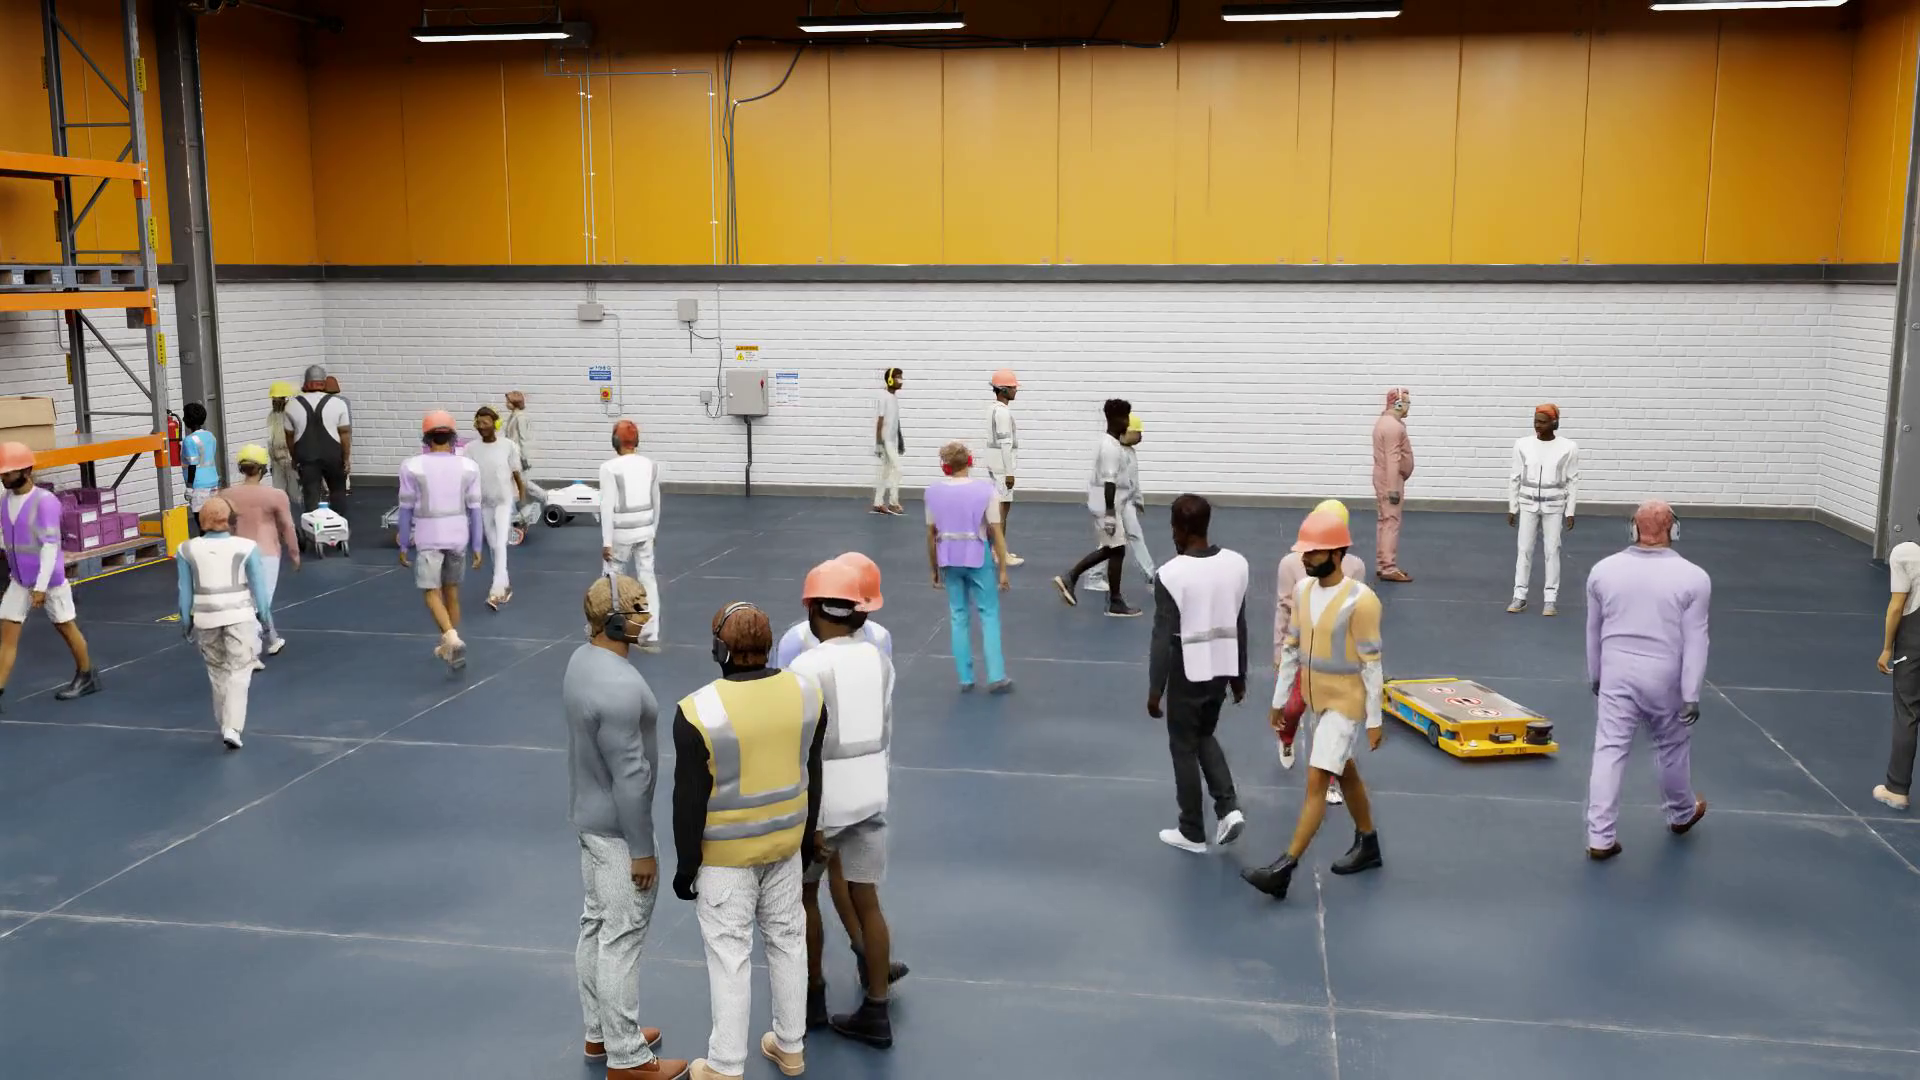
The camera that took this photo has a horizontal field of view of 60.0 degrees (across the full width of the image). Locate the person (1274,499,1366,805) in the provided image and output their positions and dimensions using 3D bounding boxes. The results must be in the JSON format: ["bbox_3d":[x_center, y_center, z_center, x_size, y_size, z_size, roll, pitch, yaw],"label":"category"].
[{"bbox_3d":[2.084,0.605,9.722,0.537,1.740,0.733,0,9,0],"label":"person"}]

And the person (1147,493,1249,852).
[{"bbox_3d":[1.228,0.702,8.624,0.610,1.900,0.443,-6,11,-32],"label":"person"}]

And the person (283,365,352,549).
[{"bbox_3d":[-7.107,-0.955,18.494,0.699,2.000,0.852,-2,9,-13],"label":"person"}]

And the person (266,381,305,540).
[{"bbox_3d":[-7.604,-0.914,18.928,0.610,1.814,0.613,5,10,29],"label":"person"}]

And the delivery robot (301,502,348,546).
[{"bbox_3d":[-6.833,-0.161,17.874,0.477,0.478,0.707,-6,11,-34],"label":"delivery robot"}]

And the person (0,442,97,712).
[{"bbox_3d":[-6.443,0.257,11.490,0.547,1.871,1.002,3,10,19],"label":"person"}]

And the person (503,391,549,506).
[{"bbox_3d":[-5.280,-1.011,20.173,0.719,1.613,0.522,-4,10,-26],"label":"person"}]

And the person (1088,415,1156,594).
[{"bbox_3d":[1.619,-0.333,15.675,0.889,1.689,0.508,2,9,14],"label":"person"}]

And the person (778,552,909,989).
[{"bbox_3d":[-0.547,0.955,7.193,0.599,1.857,1.037,-7,12,-38],"label":"person"}]

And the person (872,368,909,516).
[{"bbox_3d":[-0.820,-1.222,20.754,0.682,1.843,0.553,3,10,16],"label":"person"}]

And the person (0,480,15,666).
[{"bbox_3d":[-7.347,0.066,12.366,0.632,1.972,0.691,0,9,3],"label":"person"}]

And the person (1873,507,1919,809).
[{"bbox_3d":[5.465,0.612,9.378,0.512,1.845,0.340,1,9,8],"label":"person"}]

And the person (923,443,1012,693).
[{"bbox_3d":[0.032,0.207,12.020,0.643,1.806,0.383,3,10,16],"label":"person"}]

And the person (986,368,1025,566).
[{"bbox_3d":[0.457,-0.754,17.226,0.365,2.048,0.608,-2,9,-11],"label":"person"}]

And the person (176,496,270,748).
[{"bbox_3d":[-4.708,0.523,10.645,0.530,1.626,0.622,-1,9,-9],"label":"person"}]

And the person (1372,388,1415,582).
[{"bbox_3d":[4.271,-0.548,16.421,0.403,1.900,0.661,1,9,8],"label":"person"}]

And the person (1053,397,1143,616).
[{"bbox_3d":[1.232,-0.287,14.672,0.684,1.943,0.634,0,9,-2],"label":"person"}]

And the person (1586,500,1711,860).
[{"bbox_3d":[3.621,0.713,8.735,0.649,1.845,1.023,8,12,41],"label":"person"}]

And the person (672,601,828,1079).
[{"bbox_3d":[-0.795,1.134,6.154,0.626,1.844,0.429,-8,12,-39],"label":"person"}]

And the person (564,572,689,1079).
[{"bbox_3d":[-1.272,1.075,6.216,0.372,1.940,0.630,-5,10,-27],"label":"person"}]

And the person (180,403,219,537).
[{"bbox_3d":[-7.826,-0.563,17.128,0.318,1.697,0.534,0,9,-2],"label":"person"}]

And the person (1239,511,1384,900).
[{"bbox_3d":[1.760,0.791,8.148,1.013,1.877,0.569,-5,10,-26],"label":"person"}]

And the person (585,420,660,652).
[{"bbox_3d":[-2.724,-0.042,13.419,0.601,1.846,0.889,-9,12,-43],"label":"person"}]

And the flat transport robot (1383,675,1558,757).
[{"bbox_3d":[3.280,1.138,10.983,0.652,0.197,1.431,-2,9,-10],"label":"flat transport robot"}]

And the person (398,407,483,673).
[{"bbox_3d":[-3.908,0.009,12.622,0.613,2.016,0.893,-6,11,-33],"label":"person"}]

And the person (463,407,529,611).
[{"bbox_3d":[-4.217,-0.288,14.999,0.551,1.827,0.950,0,9,1],"label":"person"}]

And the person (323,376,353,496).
[{"bbox_3d":[-8.506,-1.412,22.577,0.502,1.636,0.280,-2,9,-12],"label":"person"}]

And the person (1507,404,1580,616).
[{"bbox_3d":[5.155,-0.269,14.730,0.576,1.881,0.352,5,11,30],"label":"person"}]

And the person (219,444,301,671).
[{"bbox_3d":[-5.397,0.121,12.823,0.545,1.713,0.933,0,9,-1],"label":"person"}]

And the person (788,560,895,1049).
[{"bbox_3d":[-0.464,1.038,6.621,0.575,1.878,0.695,-9,13,-44],"label":"person"}]

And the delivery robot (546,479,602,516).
[{"bbox_3d":[-4.576,-0.492,19.926,0.707,0.478,0.477,1,9,4],"label":"delivery robot"}]
